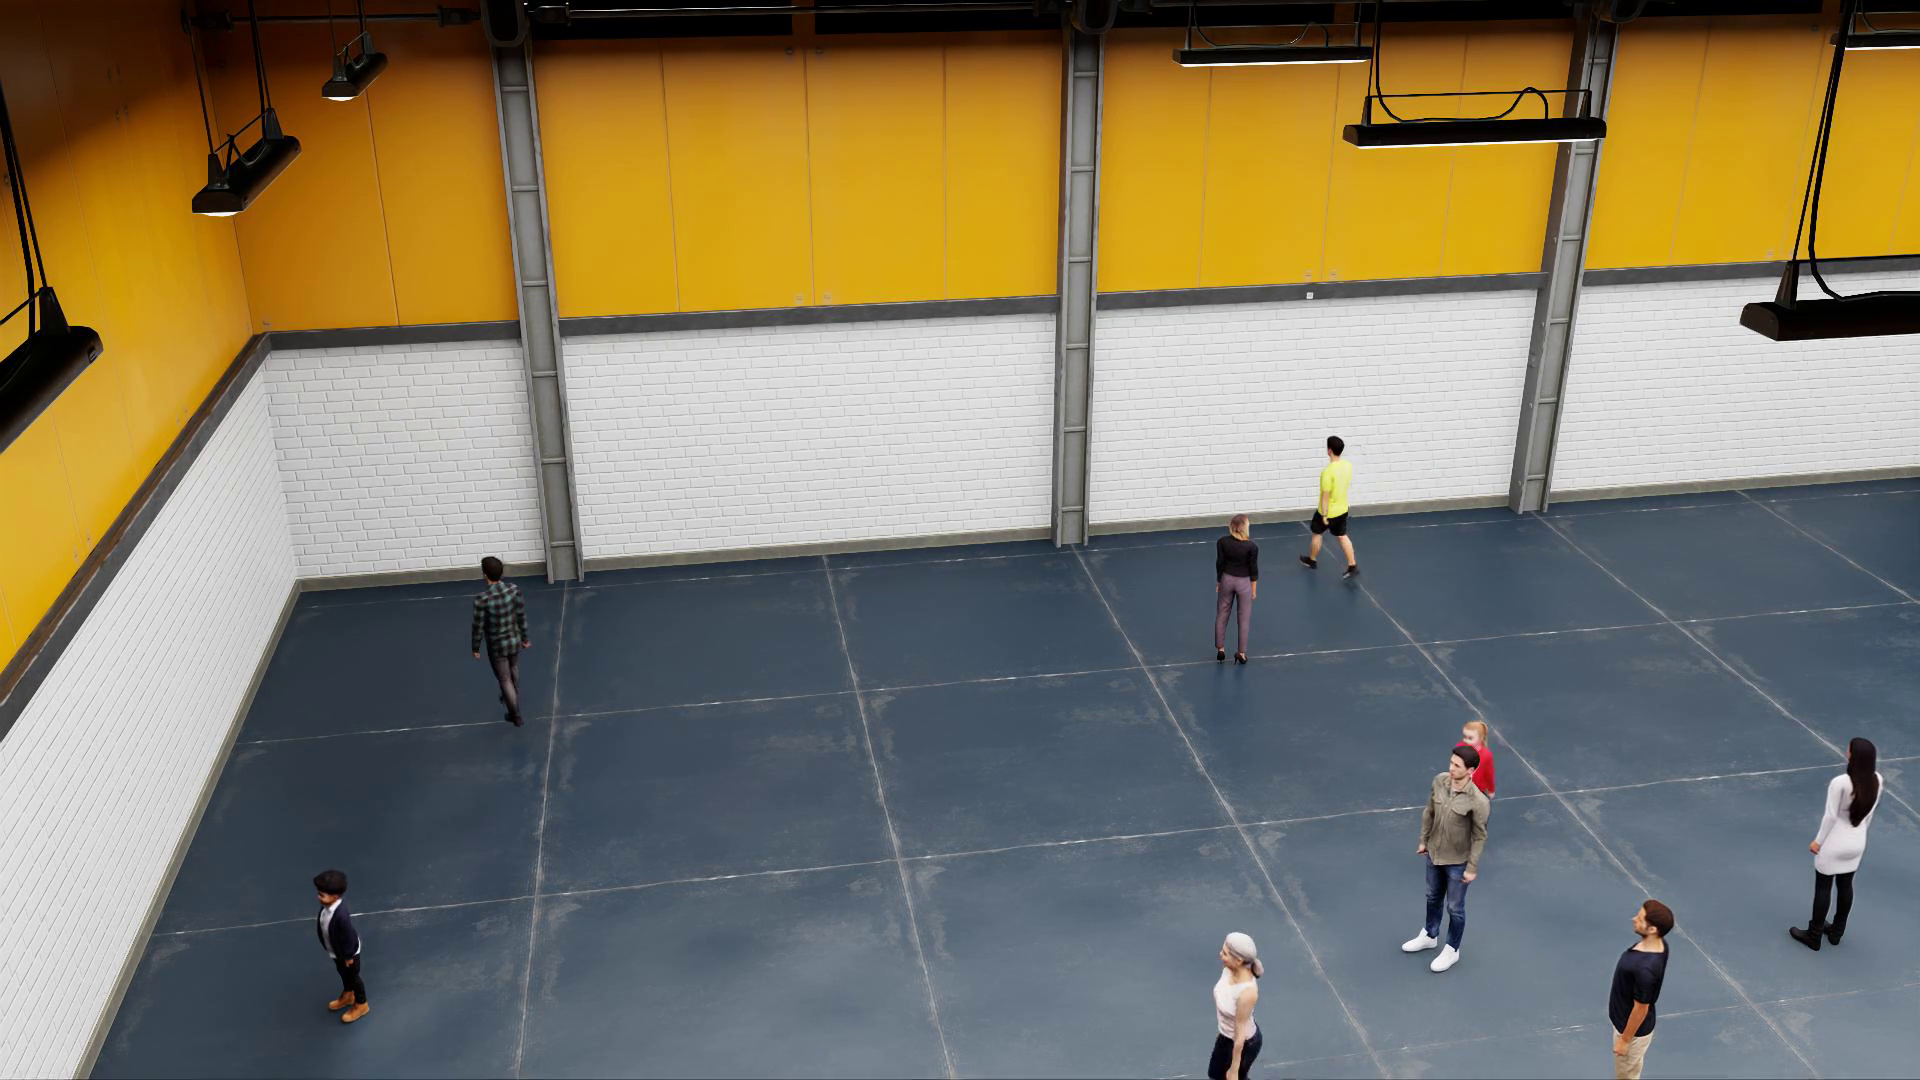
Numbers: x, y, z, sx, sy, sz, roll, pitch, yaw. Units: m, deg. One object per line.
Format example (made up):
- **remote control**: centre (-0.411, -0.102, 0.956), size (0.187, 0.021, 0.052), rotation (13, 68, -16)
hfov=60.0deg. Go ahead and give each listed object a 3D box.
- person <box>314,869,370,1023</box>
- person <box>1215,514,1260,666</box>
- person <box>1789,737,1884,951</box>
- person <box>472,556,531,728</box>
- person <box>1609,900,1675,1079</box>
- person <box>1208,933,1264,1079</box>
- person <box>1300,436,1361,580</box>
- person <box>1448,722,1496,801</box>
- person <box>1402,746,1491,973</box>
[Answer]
- **person**: centre (-4.492, 2.924, 12.089), size (0.609, 1.223, 0.576), rotation (-21, 31, -39)
- **person**: centre (2.823, 0.508, 17.057), size (0.641, 1.672, 0.738), rotation (10, 26, 22)
- **person**: centre (6.745, 2.322, 12.737), size (0.468, 1.807, 0.685), rotation (-6, 24, -14)
- **person**: centre (-4.249, 0.962, 15.611), size (0.959, 1.706, 0.932), rotation (21, 31, 39)
- **person**: centre (4.386, 3.135, 10.813), size (0.722, 1.859, 0.706), rotation (11, 26, 23)
- **person**: centre (1.882, 3.255, 10.749), size (0.775, 1.690, 0.600), rotation (-4, 24, -9)
- **person**: centre (4.333, -0.346, 19.001), size (1.111, 1.679, 0.930), rotation (-13, 27, -27)
- **person**: centre (4.329, 2.069, 14.018), size (0.905, 1.246, 0.962), rotation (13, 27, 28)
- **person**: centre (3.715, 2.373, 12.549), size (0.727, 1.865, 0.783), rotation (-14, 27, -29)
